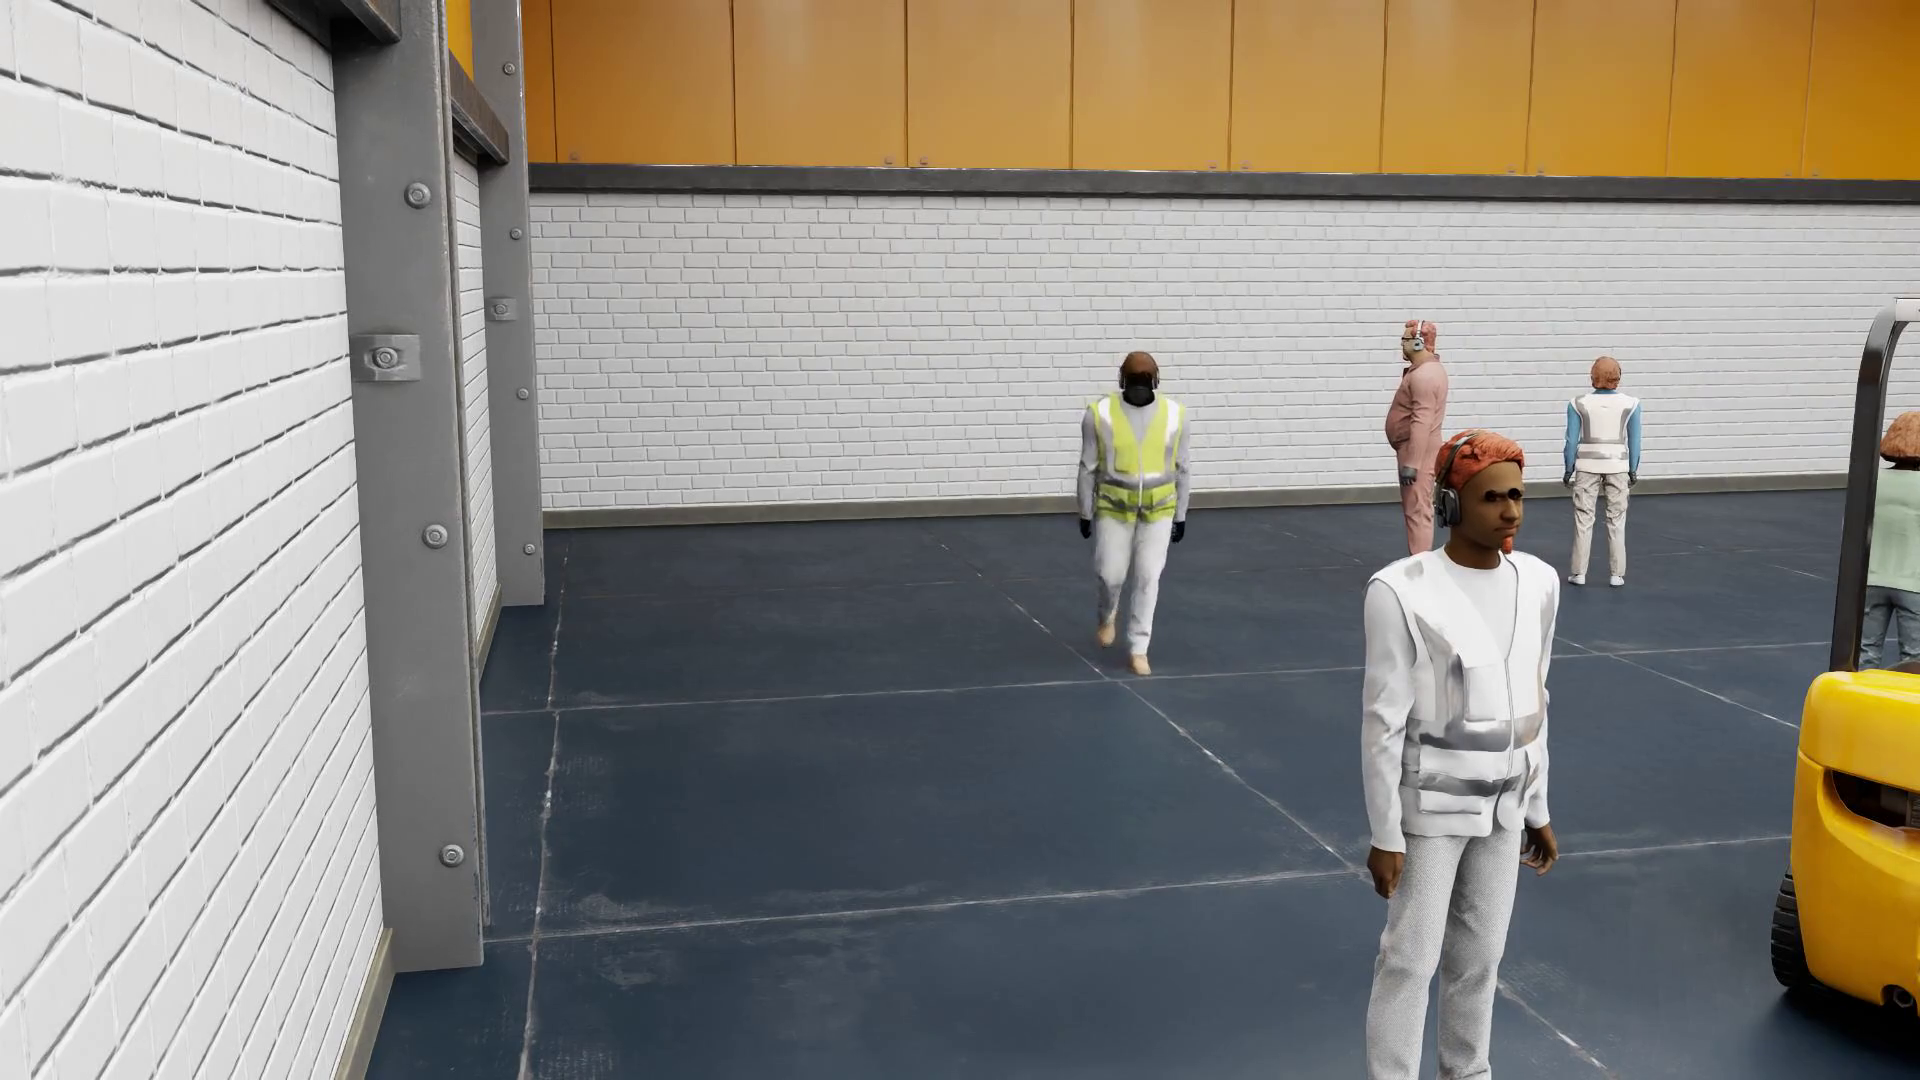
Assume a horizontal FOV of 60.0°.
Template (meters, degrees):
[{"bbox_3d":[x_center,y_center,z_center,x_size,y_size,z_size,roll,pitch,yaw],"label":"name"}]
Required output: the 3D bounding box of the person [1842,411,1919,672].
[{"bbox_3d":[4.213,0.237,7.465,0.281,1.634,0.498,-7,12,-38],"label":"person"}]

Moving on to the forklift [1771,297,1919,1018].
[{"bbox_3d":[3.542,0.334,5.177,2.313,2.155,1.214,-9,13,-43],"label":"forklift"}]

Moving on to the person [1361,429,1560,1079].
[{"bbox_3d":[1.222,0.673,4.058,0.574,1.883,0.353,-5,11,-28],"label":"person"}]

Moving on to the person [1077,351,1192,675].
[{"bbox_3d":[0.981,-0.173,9.440,0.635,1.819,0.605,0,9,-1],"label":"person"}]

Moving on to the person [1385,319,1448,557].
[{"bbox_3d":[3.172,-0.580,11.620,0.409,1.907,0.648,3,10,20],"label":"person"}]

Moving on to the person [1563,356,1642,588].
[{"bbox_3d":[4.543,-0.476,11.792,0.514,1.642,0.310,2,10,15],"label":"person"}]
